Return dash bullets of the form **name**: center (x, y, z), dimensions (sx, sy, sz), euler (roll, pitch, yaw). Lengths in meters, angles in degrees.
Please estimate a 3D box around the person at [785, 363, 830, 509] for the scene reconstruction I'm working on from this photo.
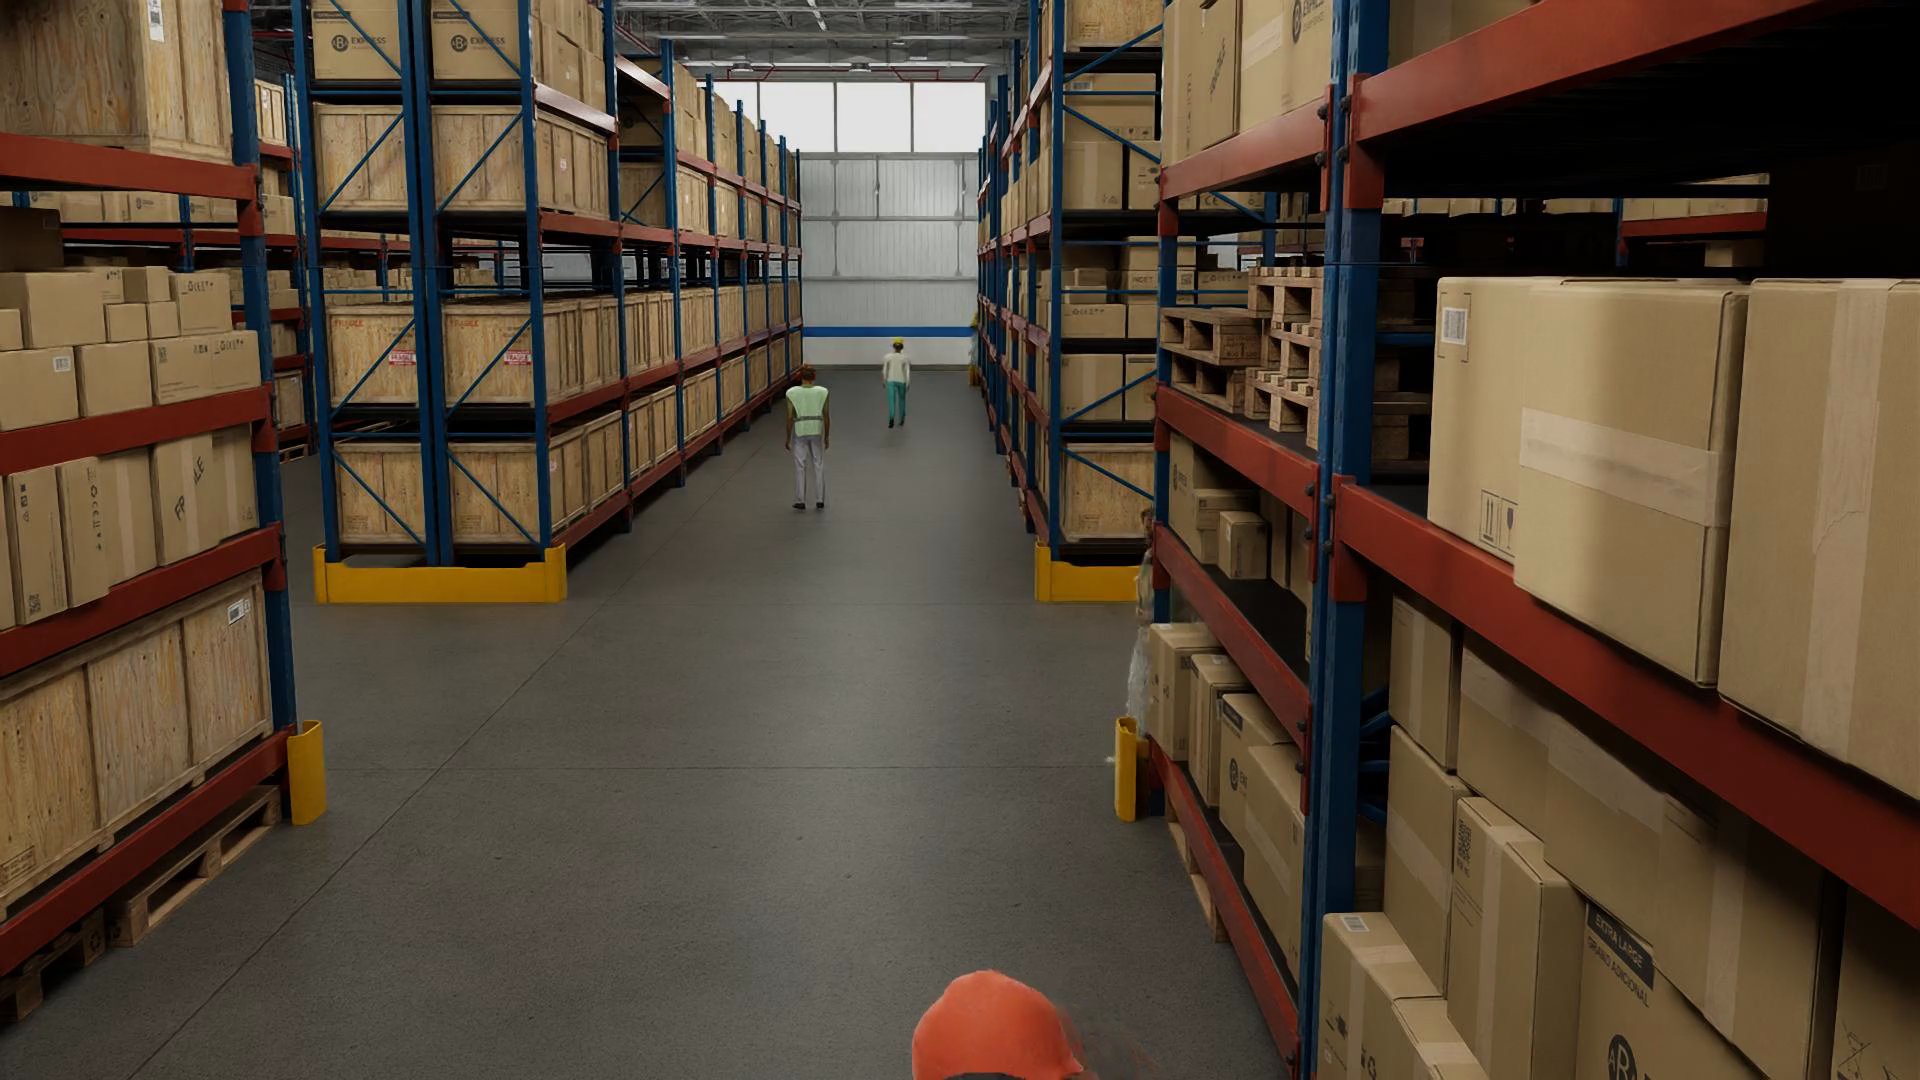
- **person**: center (-1.924, -1.308, 21.040), dimensions (0.574, 1.843, 0.374), euler (-4, 10, -21)

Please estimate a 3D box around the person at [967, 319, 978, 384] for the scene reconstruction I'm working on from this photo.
- **person**: center (0.349, -4.965, 43.875), dimensions (0.423, 1.714, 0.540), euler (-3, 10, -18)

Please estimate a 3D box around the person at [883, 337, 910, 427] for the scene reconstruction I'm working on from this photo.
- **person**: center (-1.217, -3.044, 32.024), dimensions (0.528, 1.736, 0.803), euler (0, 9, -2)

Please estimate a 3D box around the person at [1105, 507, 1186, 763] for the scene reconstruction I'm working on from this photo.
- **person**: center (1.284, 0.588, 10.136), dimensions (0.707, 1.613, 0.533), euler (-2, 10, -13)

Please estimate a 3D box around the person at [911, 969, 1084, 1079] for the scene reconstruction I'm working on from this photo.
- **person**: center (0.103, 1.664, 2.402), dimensions (0.364, 2.003, 0.786), euler (-4, 10, -23)
